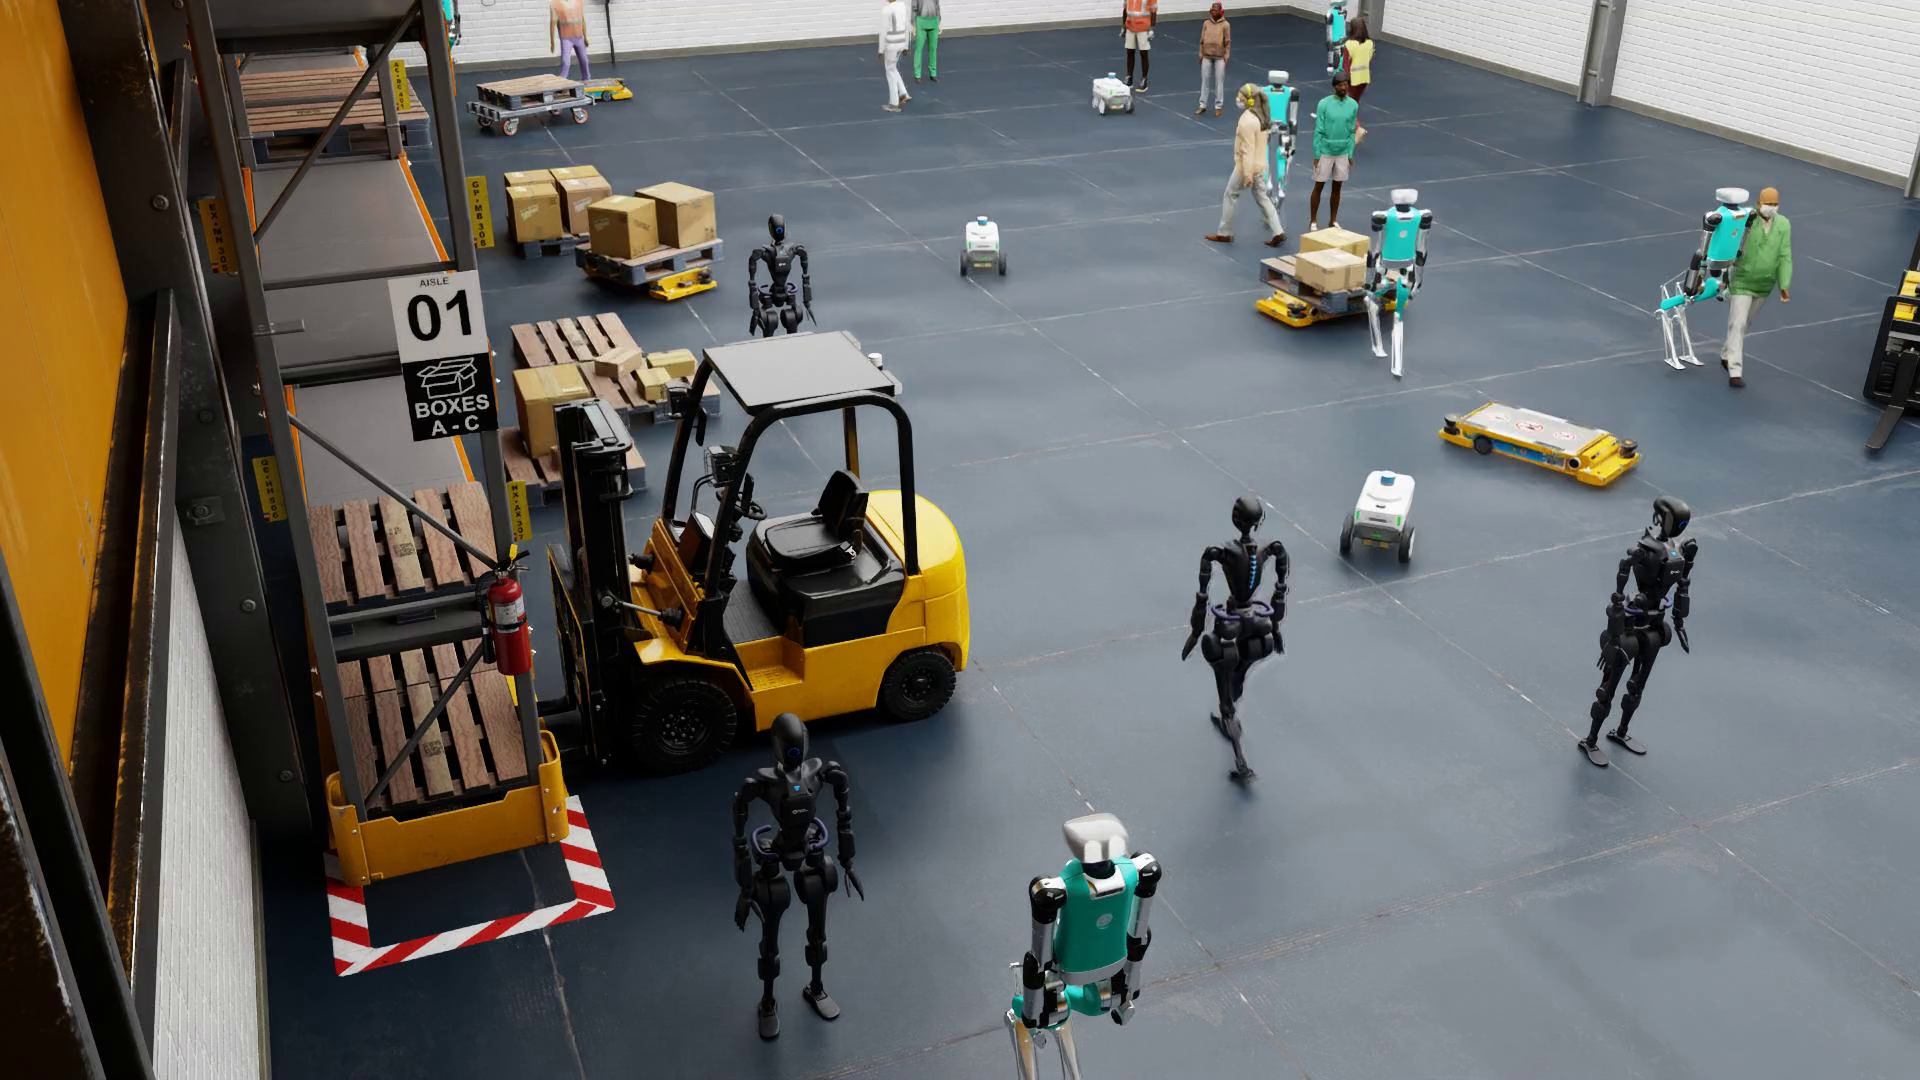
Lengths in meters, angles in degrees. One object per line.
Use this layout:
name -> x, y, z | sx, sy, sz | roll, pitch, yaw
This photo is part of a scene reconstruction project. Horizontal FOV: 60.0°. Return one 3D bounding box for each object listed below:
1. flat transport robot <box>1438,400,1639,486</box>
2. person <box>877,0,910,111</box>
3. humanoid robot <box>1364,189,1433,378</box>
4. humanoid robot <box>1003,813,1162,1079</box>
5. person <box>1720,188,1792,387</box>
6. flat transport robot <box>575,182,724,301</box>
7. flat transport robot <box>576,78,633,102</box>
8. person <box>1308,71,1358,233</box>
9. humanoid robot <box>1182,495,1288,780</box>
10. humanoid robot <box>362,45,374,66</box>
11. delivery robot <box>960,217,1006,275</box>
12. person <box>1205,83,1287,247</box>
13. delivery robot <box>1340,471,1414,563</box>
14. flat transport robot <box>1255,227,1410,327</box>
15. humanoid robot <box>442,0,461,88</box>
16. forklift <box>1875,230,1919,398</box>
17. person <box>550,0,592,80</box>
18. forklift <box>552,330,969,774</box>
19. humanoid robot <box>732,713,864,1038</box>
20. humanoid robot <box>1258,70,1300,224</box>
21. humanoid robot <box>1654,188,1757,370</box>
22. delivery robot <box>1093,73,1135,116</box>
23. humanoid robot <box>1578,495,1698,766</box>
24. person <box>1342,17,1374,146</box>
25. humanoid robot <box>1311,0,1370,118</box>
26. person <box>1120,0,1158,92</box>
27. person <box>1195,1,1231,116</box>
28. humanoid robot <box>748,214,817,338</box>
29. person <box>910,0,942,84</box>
flat transport robot -> 4.723, -0.809, 13.597 | 1.431, 0.231, 0.659 | 23, 35, 38
person -> -1.027, -7.358, 24.843 | 0.425, 1.874, 0.580 | 15, 30, 27
humanoid robot -> 3.889, -2.394, 15.136 | 0.560, 1.777, 0.829 | 0, 27, 0
humanoid robot -> 0.419, 1.723, 6.777 | 0.533, 1.677, 0.735 | -10, 28, -20
person -> 7.083, -2.253, 14.818 | 0.545, 1.746, 0.830 | -1, 27, -1
flat transport robot -> -3.284, -2.834, 17.624 | 1.431, 0.231, 0.659 | 23, 34, 37
flat transport robot -> -5.871, -6.965, 25.841 | 1.431, 0.231, 0.659 | -10, 28, -20
person -> 4.265, -4.424, 19.028 | 0.494, 1.851, 0.396 | -3, 27, -7
humanoid robot -> 1.594, 0.539, 9.423 | 0.609, 1.649, 0.770 | -7, 28, -14
humanoid robot -> -8.926, -7.544, 25.444 | 0.676, 1.632, 0.612 | -9, 28, -18
delivery robot -> 0.242, -3.181, 18.015 | 0.499, 0.611, 0.811 | 0, 27, -1
person -> 3.269, -4.177, 18.552 | 0.913, 1.833, 0.558 | 16, 31, 28
delivery robot -> 3.074, -0.206, 12.077 | 0.499, 0.593, 0.797 | 10, 28, 19
flat transport robot -> 3.768, -2.434, 16.828 | 1.431, 0.231, 0.659 | -13, 29, -23
humanoid robot -> -8.139, -7.983, 26.169 | 0.531, 1.706, 0.780 | -12, 29, -22
forklift -> 9.029, -2.397, 14.618 | 1.214, 2.155, 2.313 | 18, 32, 32
person -> -6.017, -7.725, 25.666 | 0.765, 1.792, 0.533 | -23, 34, -38
forklift -> -1.094, 0.010, 9.831 | 2.313, 2.155, 1.214 | -10, 28, -20
humanoid robot -> -0.733, 1.487, 7.448 | 0.599, 1.655, 0.315 | -10, 28, -20
humanoid robot -> 3.643, -4.444, 19.255 | 0.537, 1.830, 0.787 | 1, 27, 3
humanoid robot -> 6.616, -2.390, 14.963 | 0.533, 1.673, 0.735 | -10, 28, -20
delivery robot -> 2.281, -6.709, 25.003 | 0.499, 0.585, 0.765 | -8, 28, -16
humanoid robot -> 3.868, 0.499, 9.414 | 0.599, 1.655, 0.315 | -10, 28, -20
person -> 5.425, -6.244, 22.759 | 0.470, 1.752, 0.607 | -13, 29, -24
humanoid robot -> 5.612, -6.928, 24.147 | 0.883, 1.768, 0.531 | 19, 32, 33
person -> 2.792, -8.055, 26.125 | 0.611, 1.961, 0.365 | 19, 32, 33
person -> 3.768, -7.125, 24.616 | 0.458, 1.650, 0.318 | 12, 29, 23
humanoid robot -> -1.548, -2.012, 14.405 | 0.599, 1.657, 0.315 | -10, 28, -20
person -> -0.539, -8.295, 26.738 | 0.524, 1.839, 0.330 | -11, 29, -20
